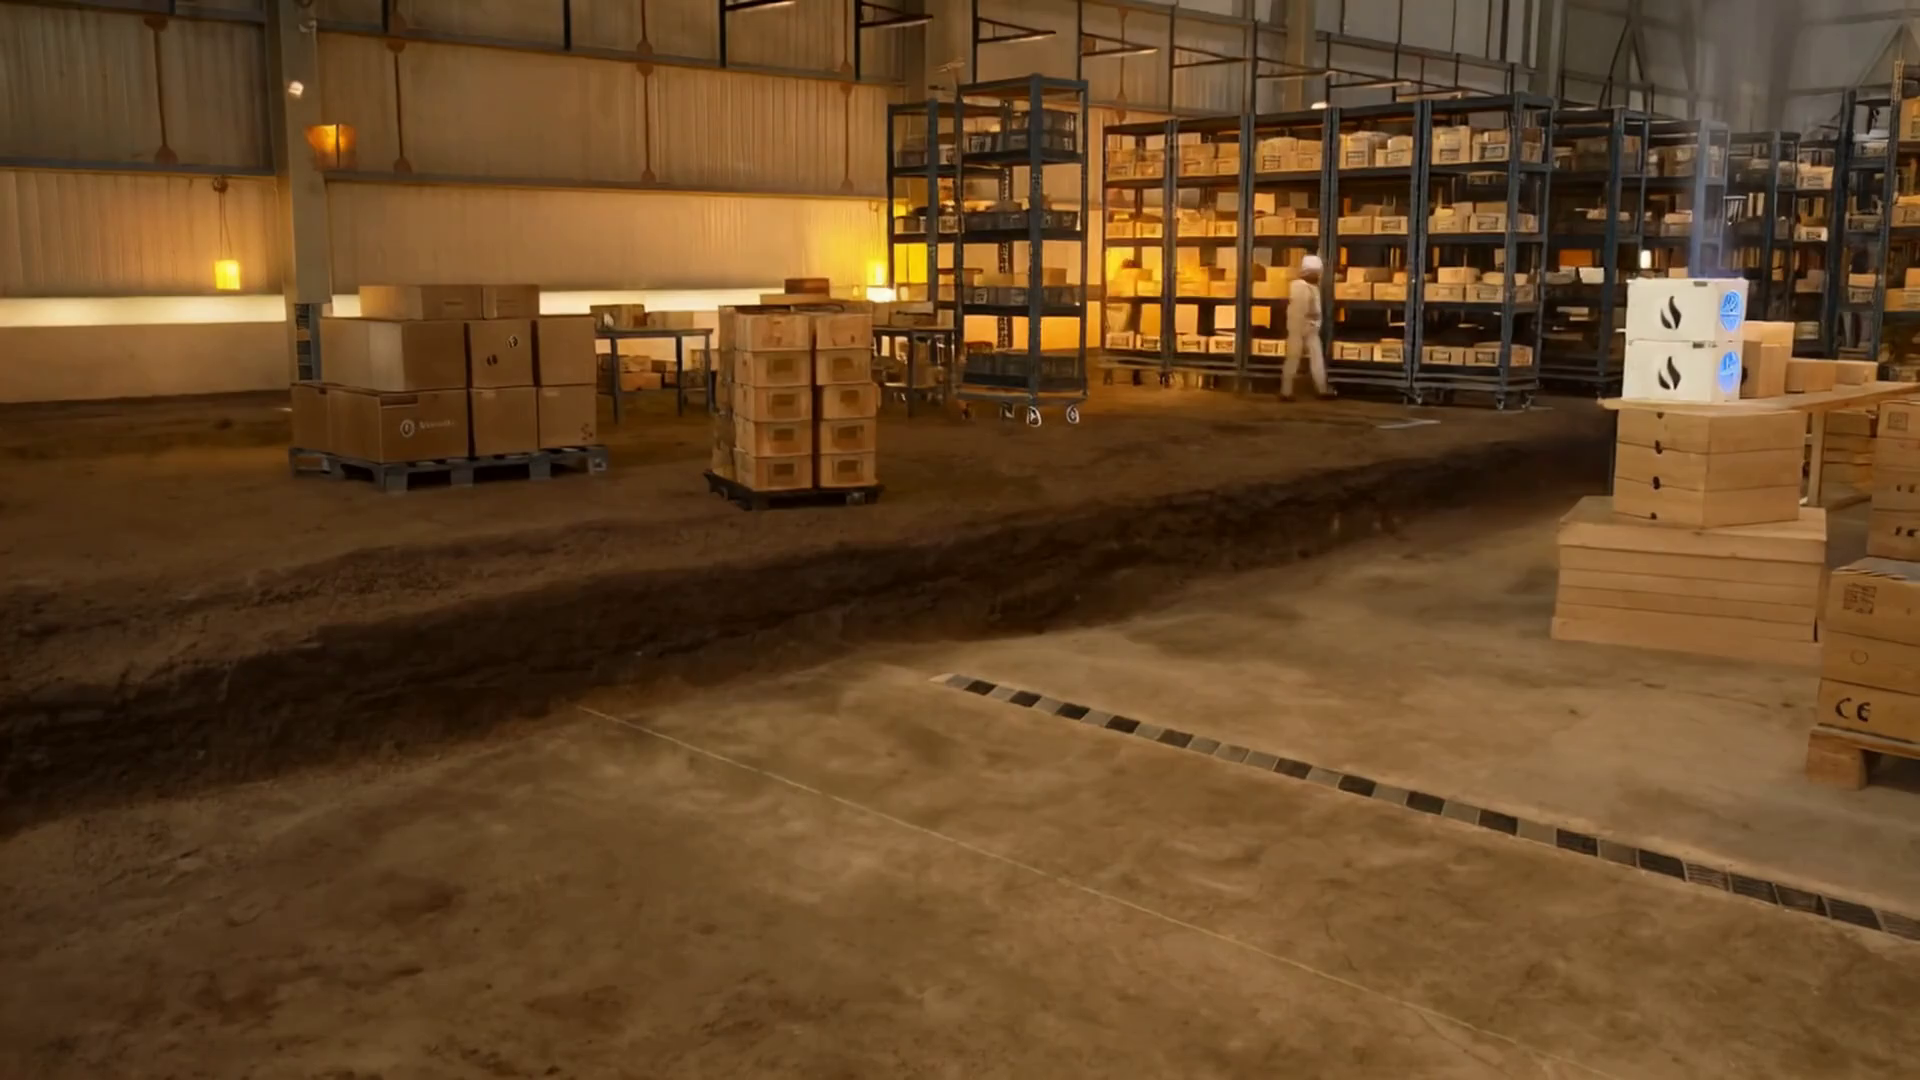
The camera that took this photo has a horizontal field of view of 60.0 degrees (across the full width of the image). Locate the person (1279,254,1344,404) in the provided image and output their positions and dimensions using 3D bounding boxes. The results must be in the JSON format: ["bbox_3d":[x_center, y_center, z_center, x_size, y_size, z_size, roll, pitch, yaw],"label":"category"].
[{"bbox_3d":[4.221,-2.510,19.944,0.855,1.795,0.618,7,12,35],"label":"person"}]

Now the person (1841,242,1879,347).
[{"bbox_3d":[11.195,-2.723,20.643,0.396,1.992,0.623,-1,10,-7],"label":"person"}]

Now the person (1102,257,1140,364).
[{"bbox_3d":[2.605,-3.663,26.896,0.609,1.793,0.566,6,11,30],"label":"person"}]
